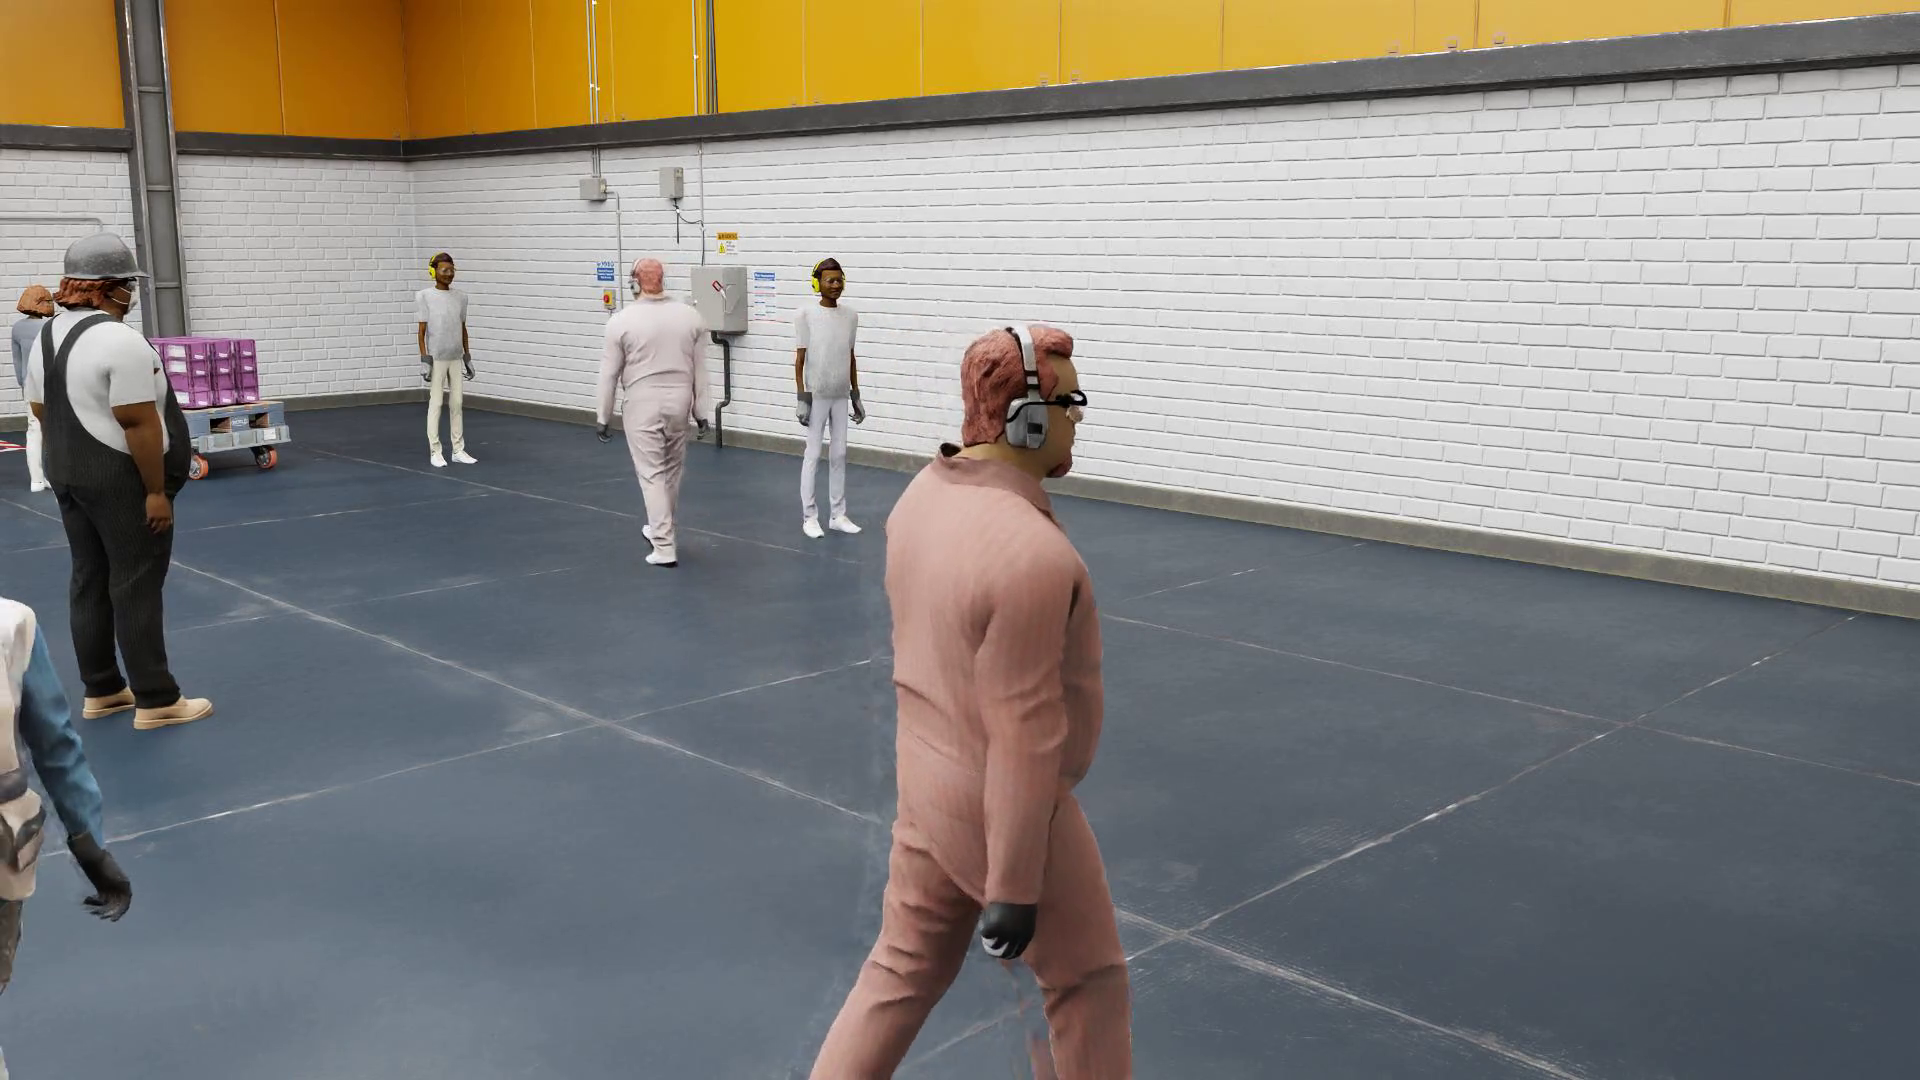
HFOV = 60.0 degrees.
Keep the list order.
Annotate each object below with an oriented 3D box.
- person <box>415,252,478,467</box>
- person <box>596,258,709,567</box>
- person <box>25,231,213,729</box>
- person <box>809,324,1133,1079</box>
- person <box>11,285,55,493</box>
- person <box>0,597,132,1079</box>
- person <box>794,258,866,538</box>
[{"bbox_3d":[-4.519,-1.585,14.646,0.328,1.875,0.513,9,14,41],"label":"person"},{"bbox_3d":[-1.949,-0.797,10.322,0.675,1.873,0.804,-7,13,-35],"label":"person"},{"bbox_3d":[-3.470,-0.250,6.905,0.680,2.000,0.536,6,12,32],"label":"person"},{"bbox_3d":[0.032,0.512,3.237,0.971,1.865,0.643,-5,11,-25],"label":"person"},{"bbox_3d":[-7.217,-1.185,13.116,0.507,1.633,0.277,4,11,21],"label":"person"},{"bbox_3d":[-1.914,0.664,3.135,0.853,1.598,0.523,4,11,23],"label":"person"},{"bbox_3d":[-0.874,-0.952,11.230,0.520,1.862,0.328,-7,13,-35],"label":"person"}]
